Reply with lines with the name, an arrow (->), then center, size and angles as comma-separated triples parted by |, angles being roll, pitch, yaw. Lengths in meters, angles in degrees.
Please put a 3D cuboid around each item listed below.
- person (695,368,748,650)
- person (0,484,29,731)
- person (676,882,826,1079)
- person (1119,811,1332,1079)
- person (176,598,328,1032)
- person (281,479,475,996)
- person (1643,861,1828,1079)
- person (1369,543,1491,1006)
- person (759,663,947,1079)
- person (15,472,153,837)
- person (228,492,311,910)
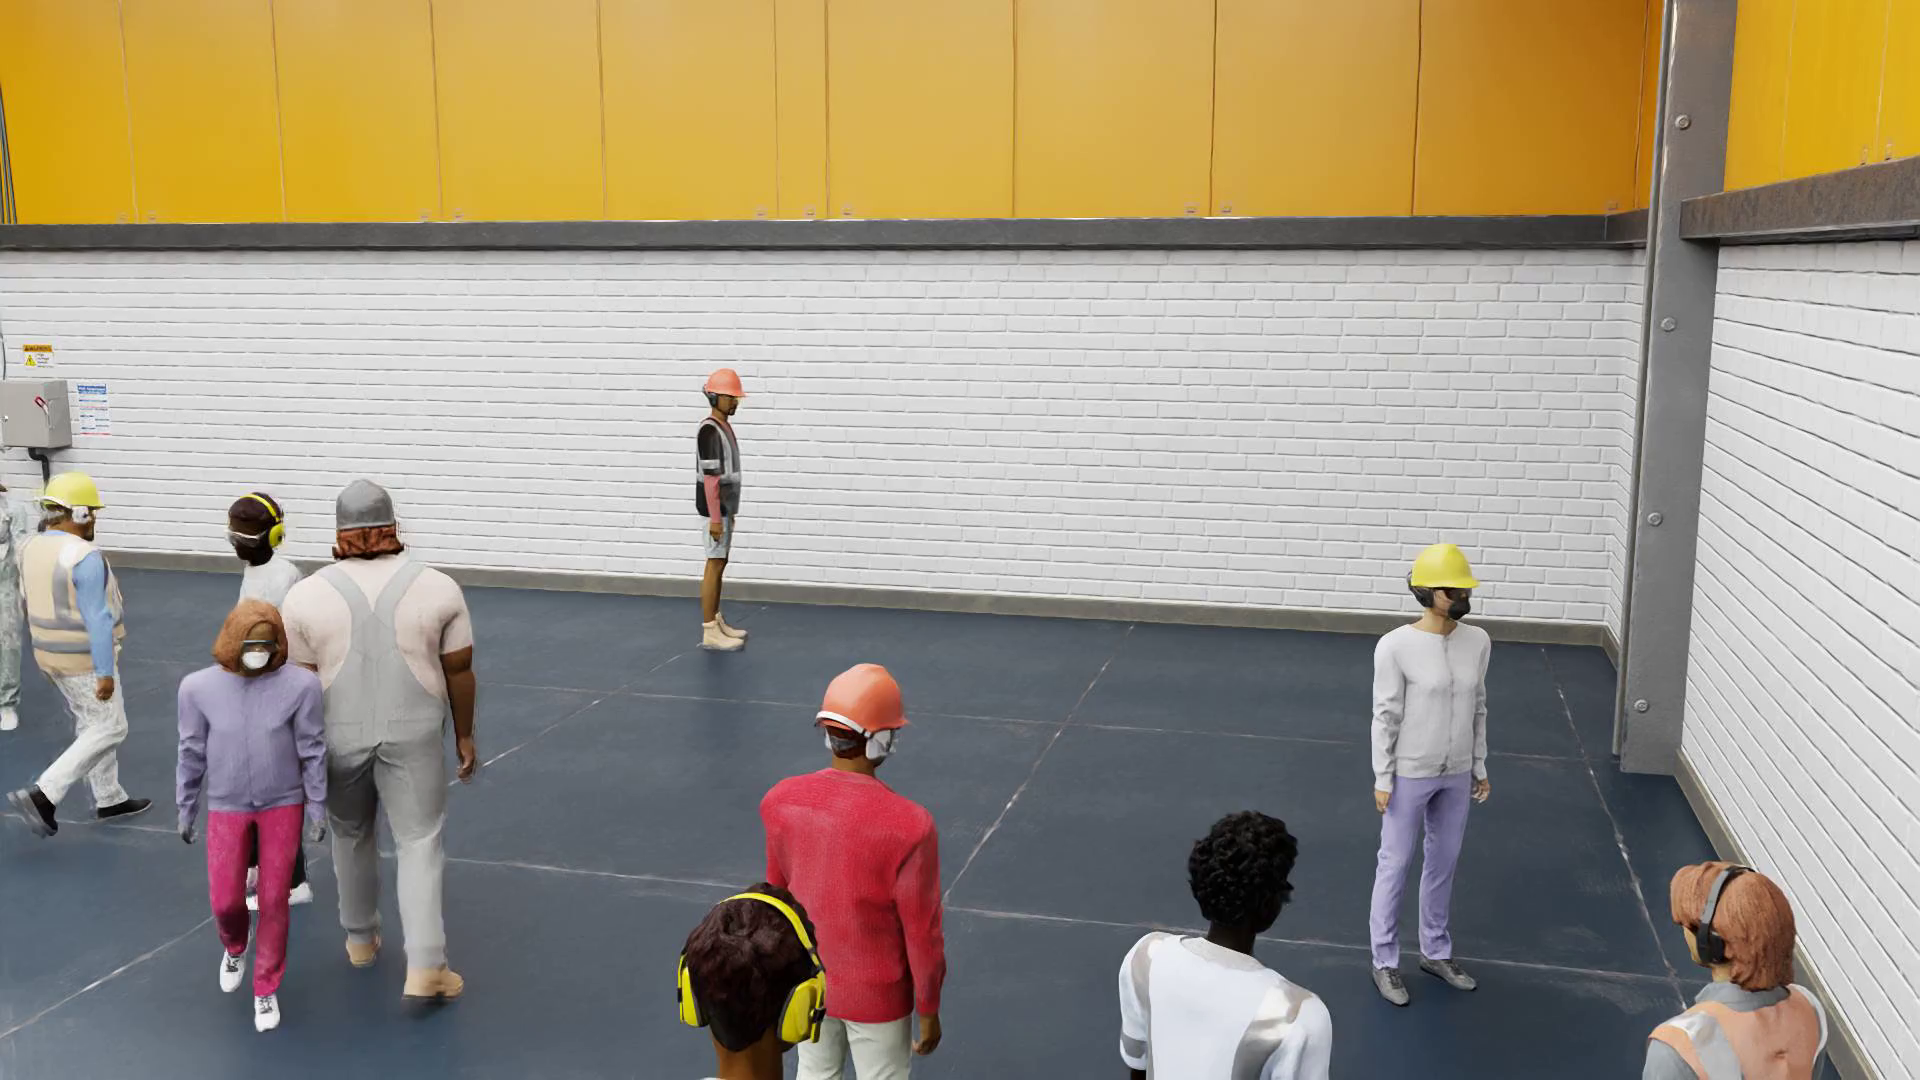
person -> -1.723, -0.227, 12.112 | 0.394, 2.040, 0.610 | 0, 10, 1
person -> -5.759, 0.317, 9.857 | 0.496, 1.723, 0.583 | -4, 10, -23
person -> -0.309, 1.462, 2.691 | 0.507, 1.865, 0.329 | 3, 10, 18
person -> 0.558, 1.404, 3.548 | 0.319, 1.687, 0.539 | -9, 13, -42
person -> -2.616, 0.991, 6.165 | 0.533, 1.609, 0.412 | -4, 10, -21
person -> -2.229, 0.738, 6.429 | 0.697, 2.000, 0.859 | -3, 10, -18
person -> 1.555, 1.457, 3.405 | 0.508, 1.629, 0.316 | -6, 11, -32
person -> 1.803, 0.884, 6.363 | 0.532, 1.772, 0.300 | -4, 10, -23
person -> -0.277, 1.199, 4.596 | 0.569, 1.740, 0.354 | 6, 11, 31
person -> -4.346, 0.572, 8.128 | 0.606, 1.795, 0.665 | 6, 11, 32
person -> -3.061, 0.704, 7.224 | 0.436, 1.847, 0.576 | -8, 13, -40
